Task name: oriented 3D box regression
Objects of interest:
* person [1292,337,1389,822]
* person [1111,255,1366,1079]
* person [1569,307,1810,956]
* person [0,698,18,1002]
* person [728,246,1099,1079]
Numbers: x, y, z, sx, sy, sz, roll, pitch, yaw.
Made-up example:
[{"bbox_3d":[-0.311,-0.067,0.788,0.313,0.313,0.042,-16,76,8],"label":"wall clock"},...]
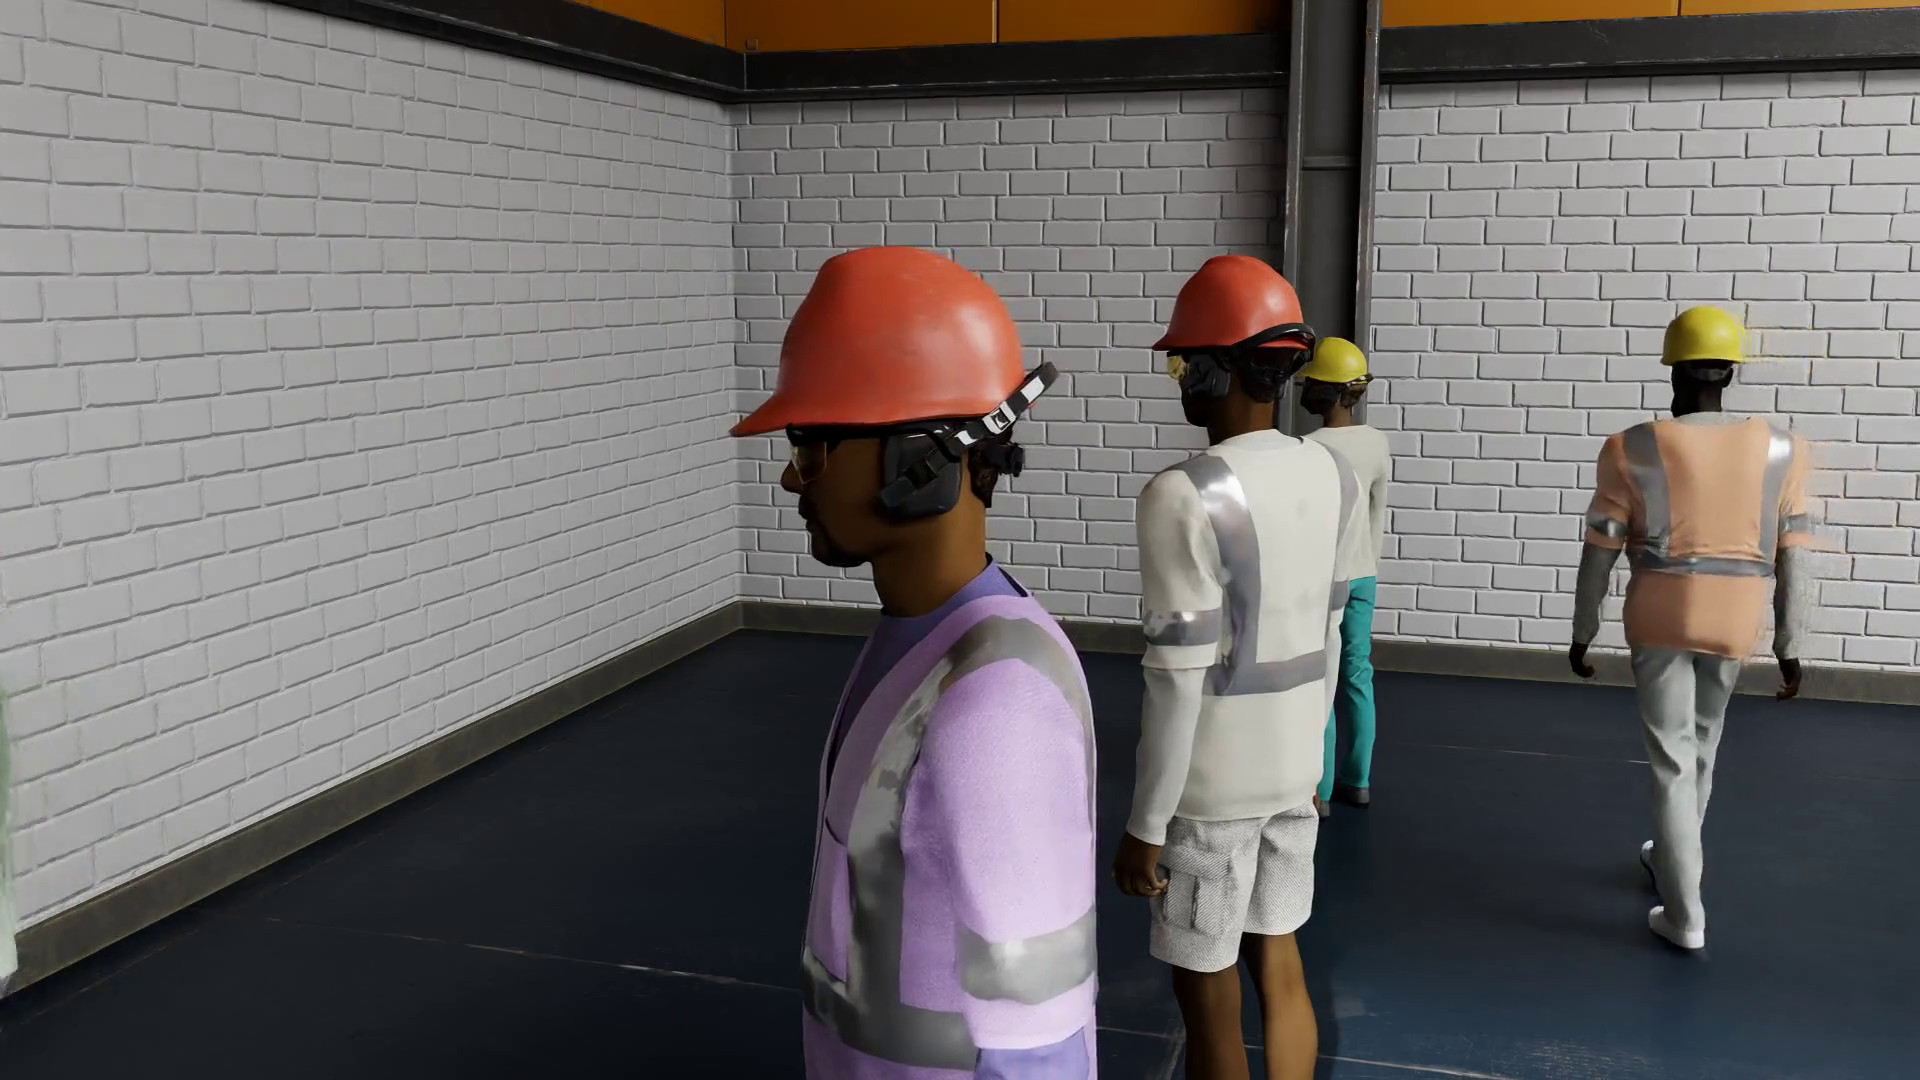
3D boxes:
[{"bbox_3d":[1.353,0.146,6.110,0.533,1.772,0.296,-7,12,-38],"label":"person"},{"bbox_3d":[0.528,0.467,3.327,0.376,2.043,0.609,9,13,44],"label":"person"},{"bbox_3d":[2.191,0.243,5.120,0.618,1.893,0.857,1,9,3],"label":"person"},{"bbox_3d":[-1.716,0.768,2.778,0.548,1.626,0.506,0,9,-3],"label":"person"},{"bbox_3d":[-0.047,0.704,1.879,0.391,2.040,0.615,-1,9,-9],"label":"person"}]
